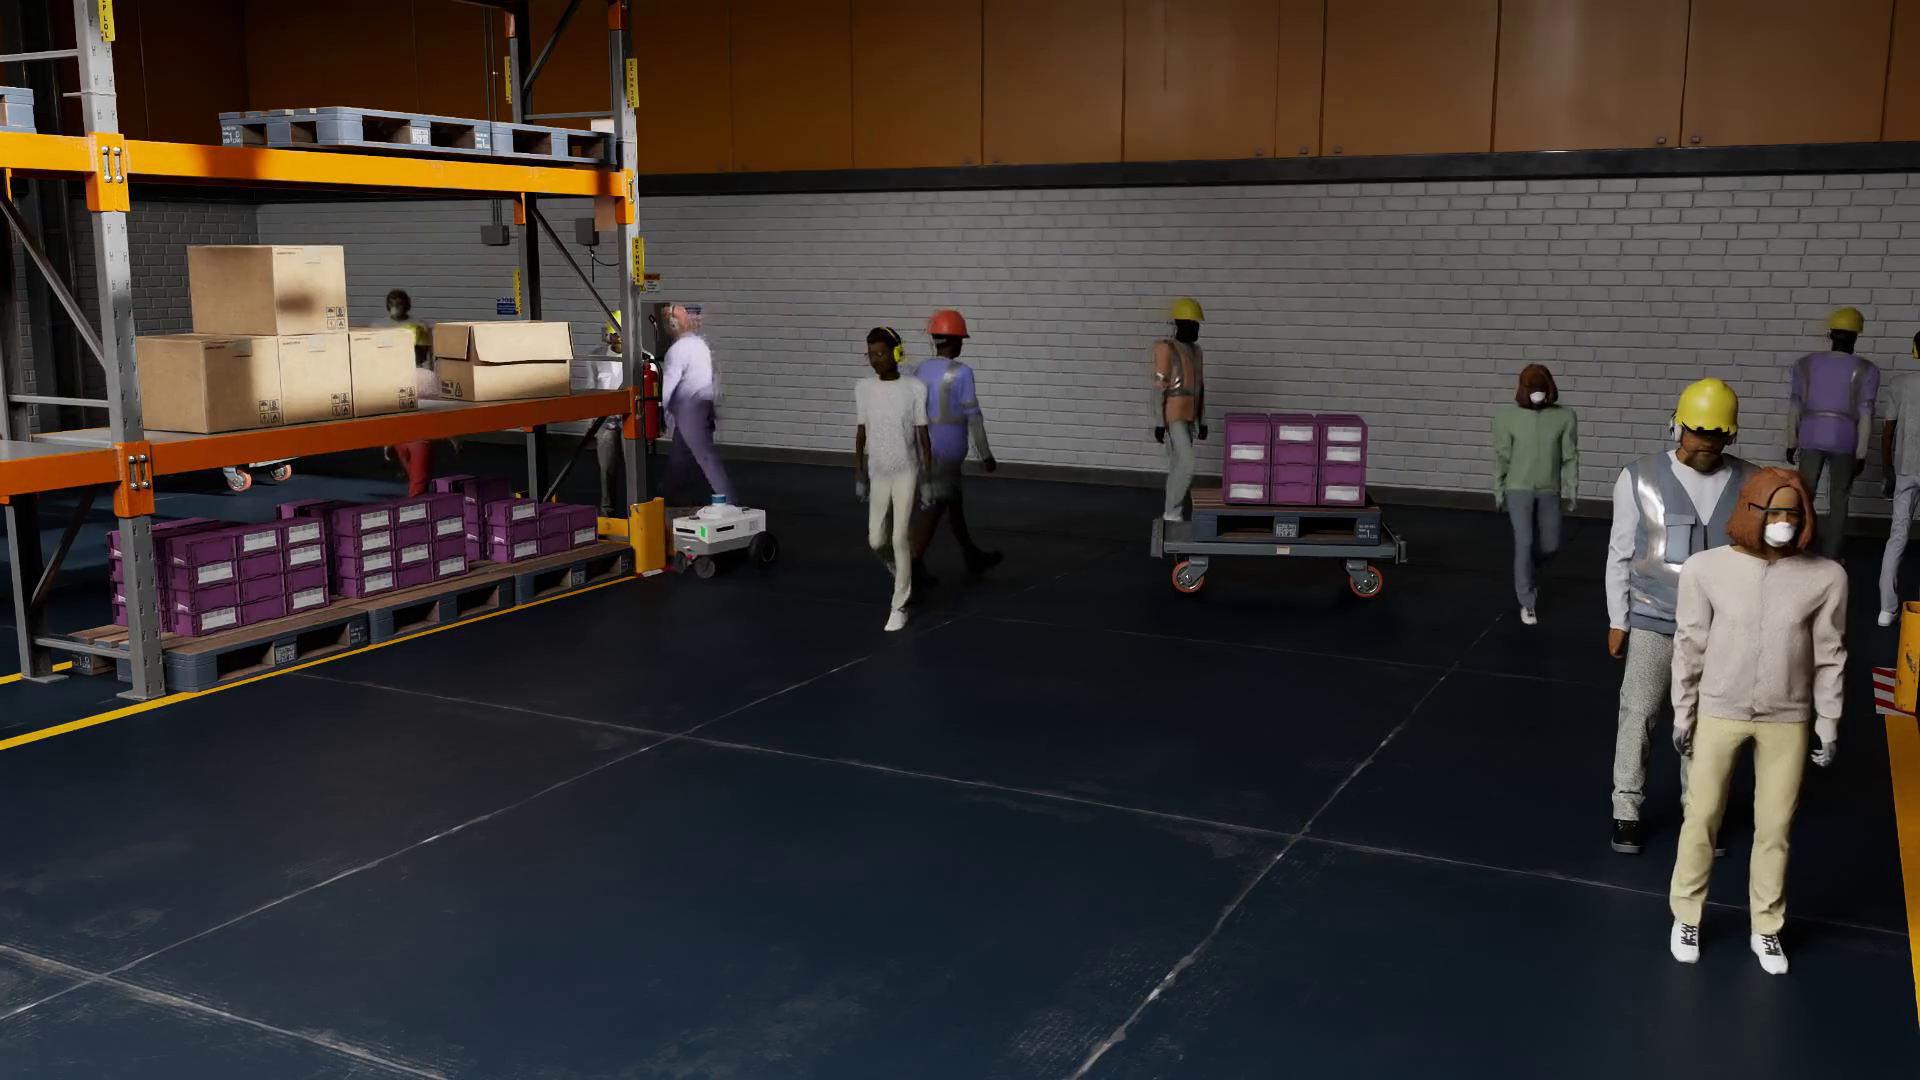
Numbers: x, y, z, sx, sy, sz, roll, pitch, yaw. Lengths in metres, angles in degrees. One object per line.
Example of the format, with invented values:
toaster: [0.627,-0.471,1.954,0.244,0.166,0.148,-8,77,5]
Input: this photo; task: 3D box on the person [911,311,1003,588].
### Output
person: [-0.060,-0.626,11.464,0.978,1.889,0.552,-7,12,-36]

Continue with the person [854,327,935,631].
person: [-0.378,-0.390,10.237,0.541,1.847,0.626,3,10,17]

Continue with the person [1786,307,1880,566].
person: [6.165,-0.702,11.834,0.588,1.905,0.797,8,13,40]

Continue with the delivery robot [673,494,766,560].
delivery robot: [-1.718,-0.084,11.885,0.477,0.478,0.707,7,12,34]

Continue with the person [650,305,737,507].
person: [-2.307,-1.022,13.874,1.024,1.840,0.661,1,10,7]

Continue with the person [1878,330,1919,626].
person: [5.829,-0.378,10.047,0.328,1.877,0.510,-7,12,-33]

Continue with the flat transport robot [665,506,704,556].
flat transport robot: [-2.110,-0.086,12.980,0.652,0.197,1.431,-2,10,-10]

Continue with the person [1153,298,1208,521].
person: [1.842,-0.992,13.472,0.503,1.912,0.609,7,12,37]

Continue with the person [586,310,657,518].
person: [-2.760,-0.962,13.595,0.593,1.820,0.404,0,10,1]

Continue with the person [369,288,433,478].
person: [-5.717,-1.619,17.080,0.642,1.926,0.646,0,10,-1]

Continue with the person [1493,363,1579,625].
person: [3.571,-0.307,10.390,0.514,1.609,0.574,1,10,4]

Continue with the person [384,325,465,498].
person: [-3.997,-0.736,12.490,0.541,1.740,0.721,5,11,26]

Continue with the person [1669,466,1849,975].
person: [2.515,0.572,5.276,0.502,1.629,0.287,3,10,17]

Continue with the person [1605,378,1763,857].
person: [2.748,0.297,6.291,0.588,1.823,0.403,1,10,7]
